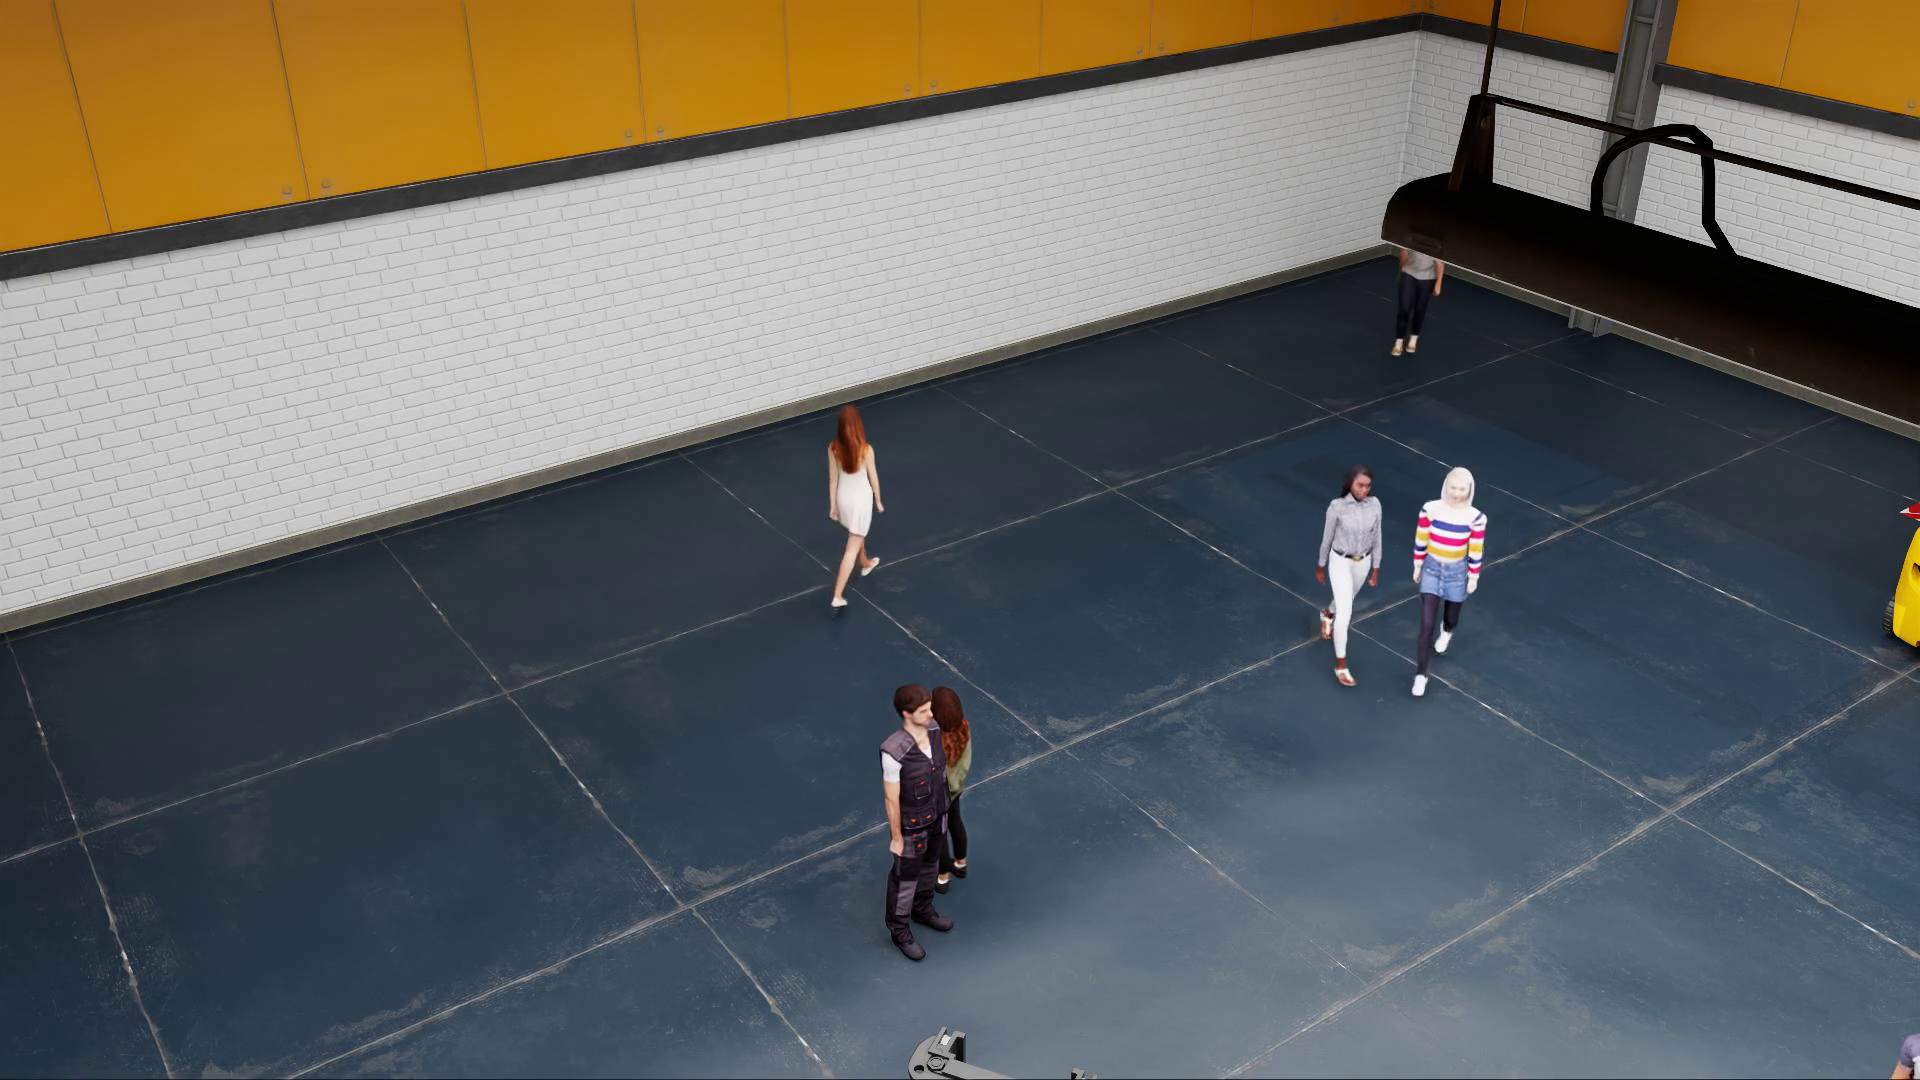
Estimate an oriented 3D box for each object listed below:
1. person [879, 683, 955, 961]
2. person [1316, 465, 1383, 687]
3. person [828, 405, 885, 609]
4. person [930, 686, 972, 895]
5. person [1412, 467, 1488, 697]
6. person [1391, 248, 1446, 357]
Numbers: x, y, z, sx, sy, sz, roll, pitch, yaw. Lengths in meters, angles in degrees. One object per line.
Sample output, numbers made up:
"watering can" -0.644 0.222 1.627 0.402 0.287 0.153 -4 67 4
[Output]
"person" -0.266 1.639 9.916 0.698 1.849 0.734 18 34 30
"person" 2.961 0.182 12.758 0.980 1.685 1.232 -4 29 -7
"person" -0.898 -0.241 13.549 1.165 1.669 1.025 12 31 21
"person" -0.098 1.559 10.452 0.633 1.475 0.642 16 33 27
"person" 3.678 0.249 12.540 1.153 1.776 1.095 12 31 20
"person" 5.037 -2.929 18.283 0.901 1.855 0.938 15 32 26
